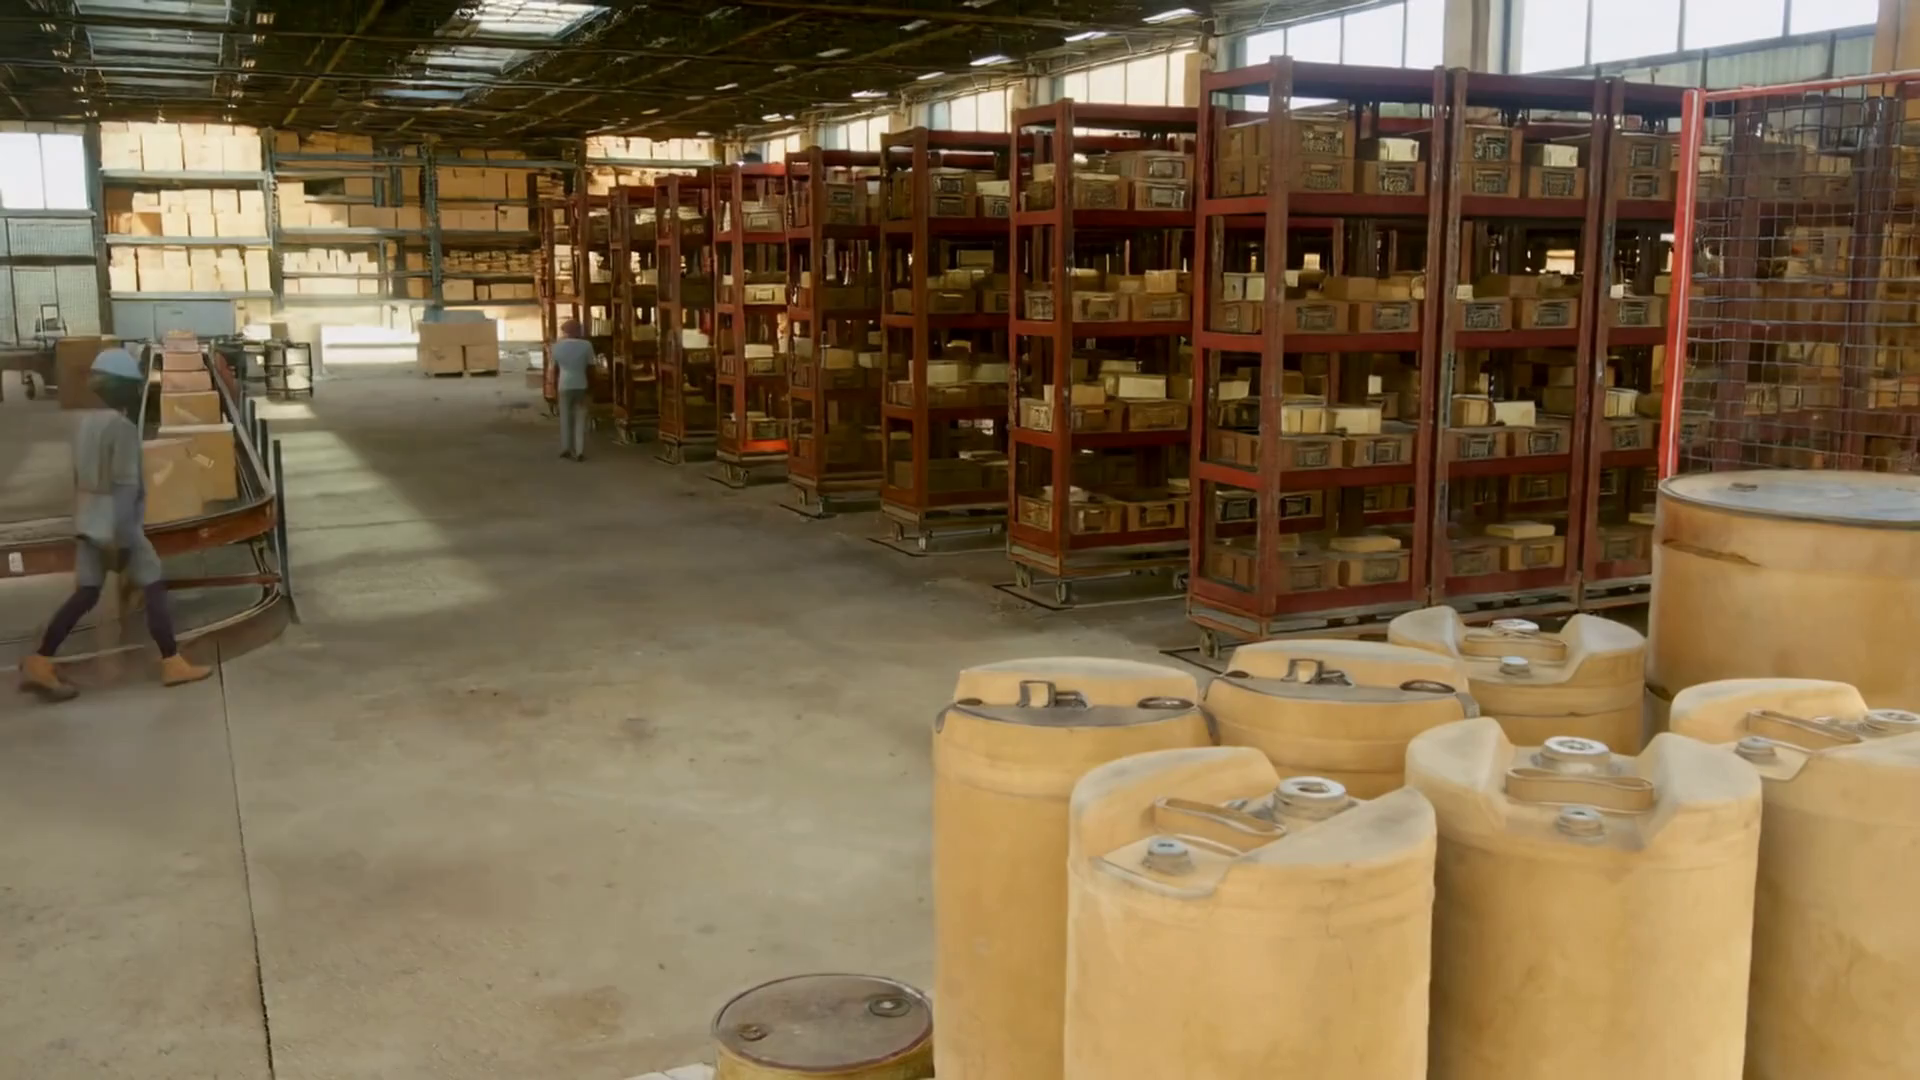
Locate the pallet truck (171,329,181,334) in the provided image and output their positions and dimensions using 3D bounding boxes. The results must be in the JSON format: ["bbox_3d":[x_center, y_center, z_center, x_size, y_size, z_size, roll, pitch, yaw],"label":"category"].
[{"bbox_3d":[-17.275,-3.851,35.096,1.601,1.201,0.680,0,9,1],"label":"pallet truck"}]

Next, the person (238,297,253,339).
[{"bbox_3d":[-18.282,-5.317,42.548,0.327,1.761,0.522,3,10,16],"label":"person"}]

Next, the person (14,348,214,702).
[{"bbox_3d":[-4.871,-0.082,9.397,0.620,1.997,1.046,7,12,38],"label":"person"}]

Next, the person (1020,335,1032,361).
[{"bbox_3d":[0.774,-1.606,19.365,0.615,1.808,0.608,-3,10,-21],"label":"person"}]

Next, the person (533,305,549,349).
[{"bbox_3d":[-12.630,-6.647,50.211,0.605,1.948,0.389,2,9,12],"label":"person"}]

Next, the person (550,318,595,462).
[{"bbox_3d":[-4.973,-1.921,21.265,0.585,1.815,0.770,-4,10,-23],"label":"person"}]

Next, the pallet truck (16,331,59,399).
[{"bbox_3d":[-17.082,-3.353,31.781,1.630,1.274,0.653,-4,10,-25],"label":"pallet truck"}]

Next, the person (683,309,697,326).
[{"bbox_3d":[-6.958,-5.505,42.983,0.612,1.995,0.382,-1,9,-7],"label":"person"}]
